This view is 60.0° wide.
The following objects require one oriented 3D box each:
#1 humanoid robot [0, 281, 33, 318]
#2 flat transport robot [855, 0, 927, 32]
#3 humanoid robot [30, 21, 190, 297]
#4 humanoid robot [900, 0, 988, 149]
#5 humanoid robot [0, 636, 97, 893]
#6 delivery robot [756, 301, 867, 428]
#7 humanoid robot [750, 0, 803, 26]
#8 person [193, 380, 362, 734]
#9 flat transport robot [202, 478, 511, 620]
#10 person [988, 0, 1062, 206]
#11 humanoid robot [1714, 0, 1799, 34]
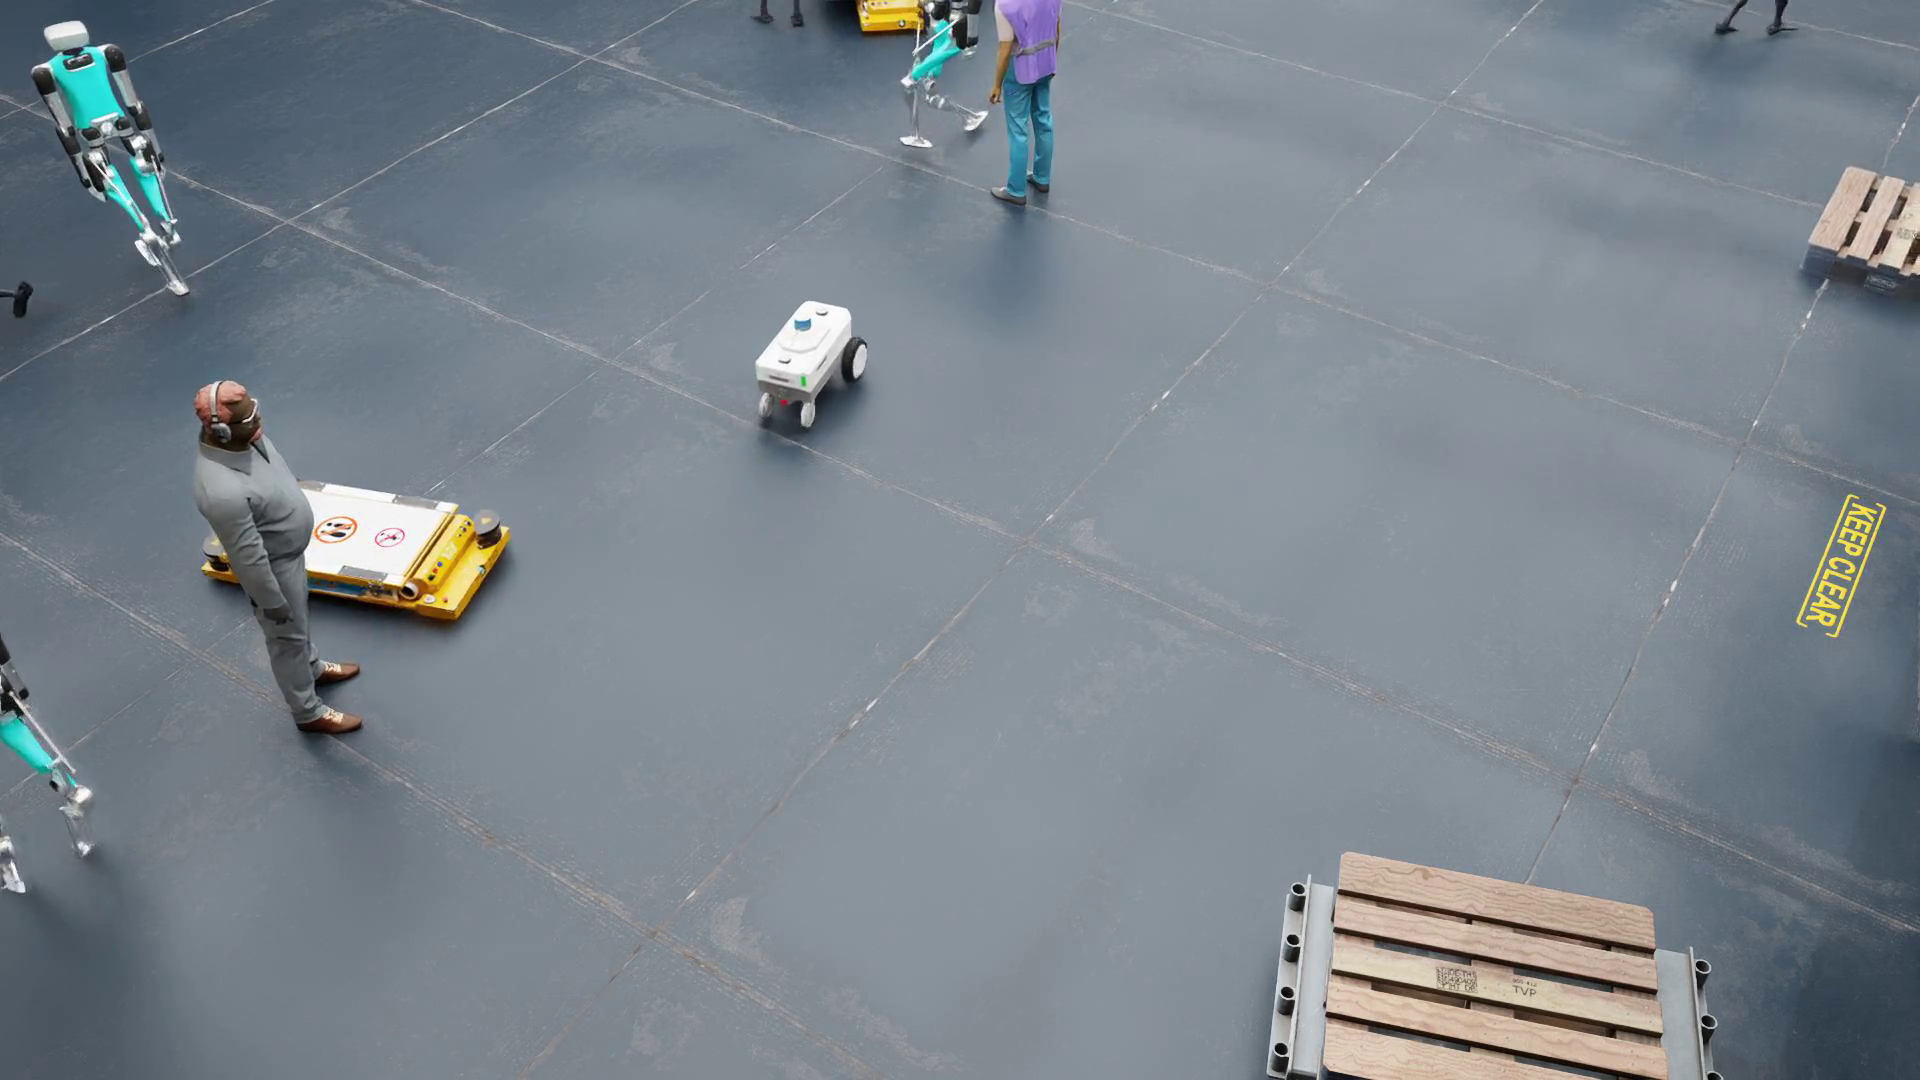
[{"bbox_3d":[-6.084,-1.956,9.916,0.574,1.626,0.606,-33,51,-31],"label":"humanoid robot"},{"bbox_3d":[-0.584,-4.686,14.023,0.659,0.231,1.431,-6,42,-7],"label":"flat transport robot"},{"bbox_3d":[-5.074,-2.230,10.187,0.532,1.729,1.014,-31,50,-30],"label":"humanoid robot"},{"bbox_3d":[-0.224,-3.541,11.664,1.027,1.744,0.584,-30,50,-30],"label":"humanoid robot"},{"bbox_3d":[-3.996,0.810,6.784,0.716,1.776,0.530,32,51,31],"label":"humanoid robot"},{"bbox_3d":[-0.899,-1.076,9.783,0.499,0.614,0.812,14,44,15],"label":"delivery robot"},{"bbox_3d":[-1.433,-4.927,13.233,0.598,1.644,0.315,-11,43,-12],"label":"humanoid robot"},{"bbox_3d":[-3.061,0.075,7.468,0.403,1.907,0.644,-10,43,-11],"label":"person"},{"bbox_3d":[-3.174,0.034,8.741,1.431,0.231,0.659,9,43,10],"label":"flat transport robot"},{"bbox_3d":[0.445,-3.102,11.067,0.563,1.847,0.390,-30,50,-29],"label":"person"},{"bbox_3d":[6.481,-4.755,13.073,0.647,1.665,0.589,-11,43,-12],"label":"humanoid robot"}]
